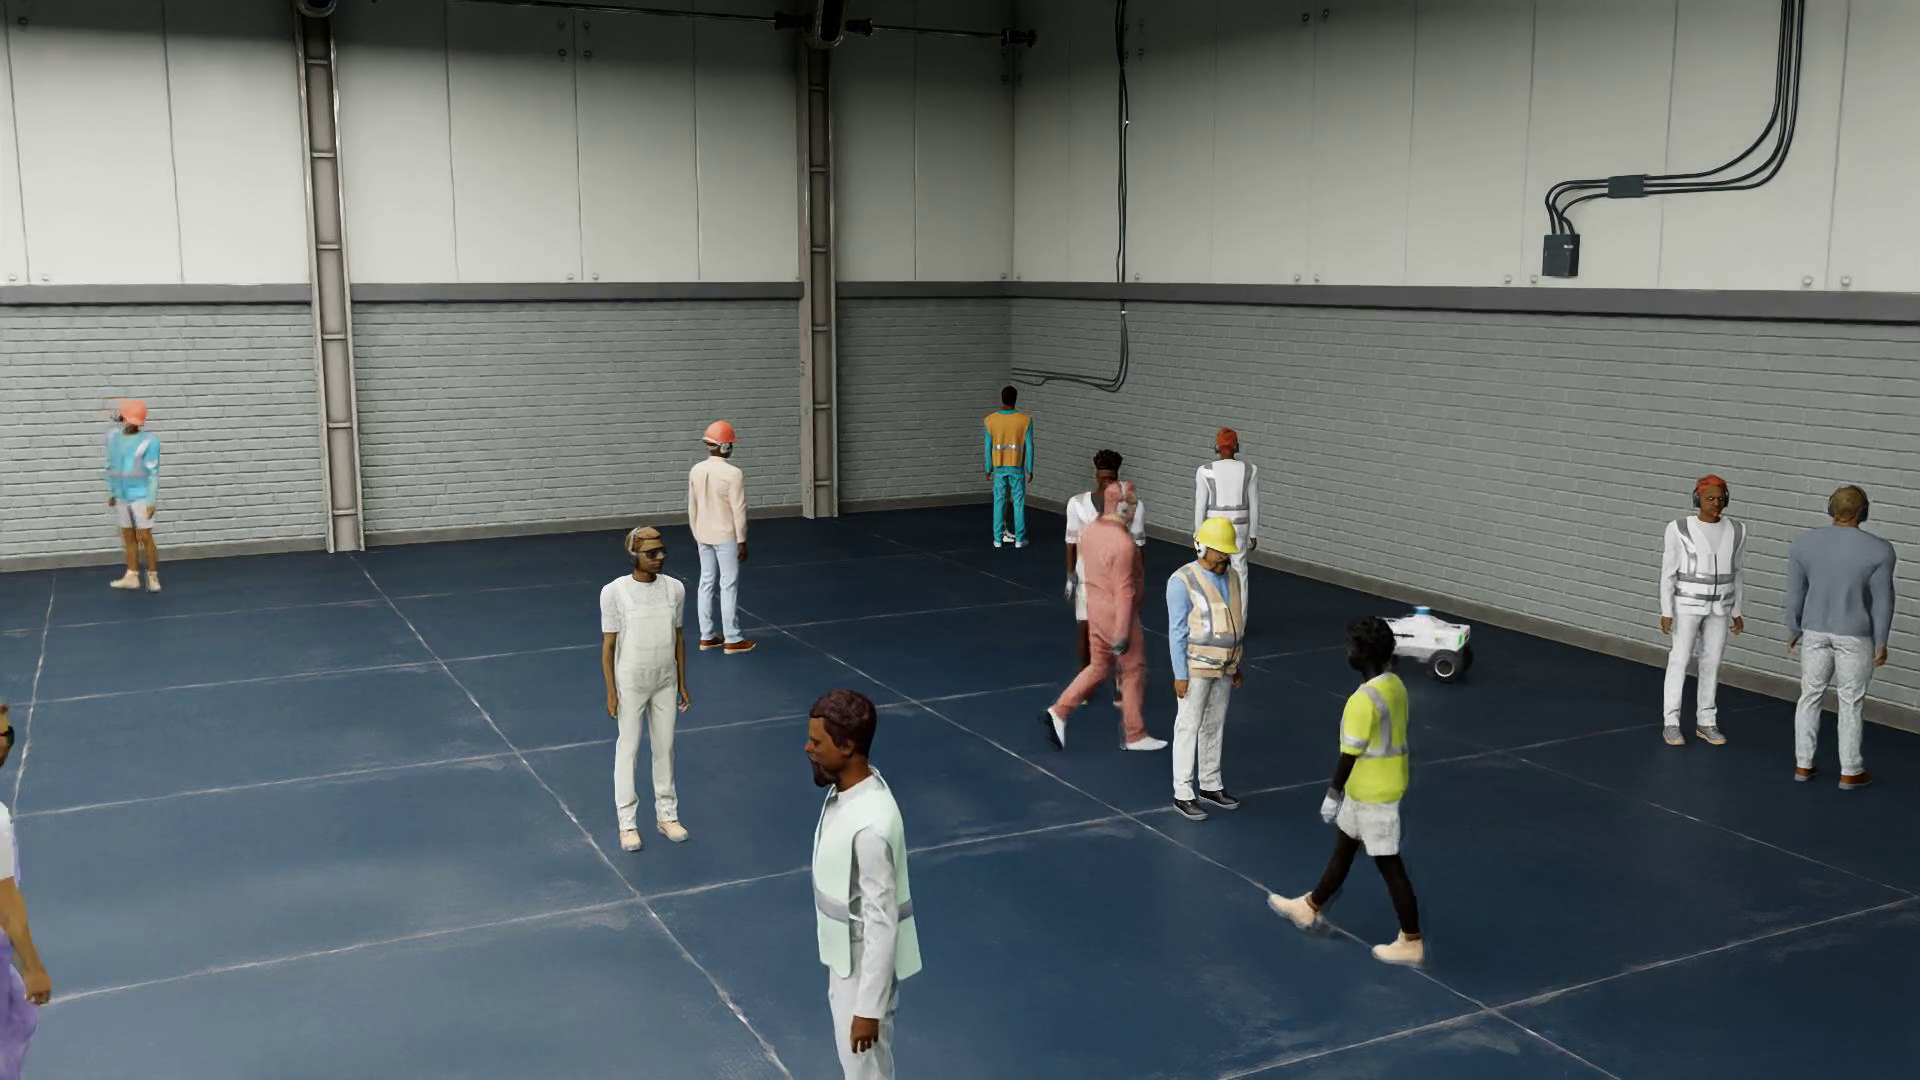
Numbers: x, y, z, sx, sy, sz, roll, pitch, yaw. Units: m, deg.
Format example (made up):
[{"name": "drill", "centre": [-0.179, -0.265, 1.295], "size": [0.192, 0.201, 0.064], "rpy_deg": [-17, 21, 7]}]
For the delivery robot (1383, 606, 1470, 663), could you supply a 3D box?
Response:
[{"name": "delivery robot", "centre": [3.748, 0.783, 13.484], "size": [0.707, 0.478, 0.477], "rpy_deg": [5, 10, 27]}]

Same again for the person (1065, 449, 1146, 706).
[{"name": "person", "centre": [1.091, 0.283, 12.546], "size": [0.605, 1.958, 0.380], "rpy_deg": [1, 9, 7]}]

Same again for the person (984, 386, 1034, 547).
[{"name": "person", "centre": [0.586, -0.865, 19.725], "size": [0.594, 1.921, 0.387], "rpy_deg": [1, 9, 9]}]

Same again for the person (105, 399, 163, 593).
[{"name": "person", "centre": [-8.469, -0.438, 16.918], "size": [0.783, 1.999, 0.399], "rpy_deg": [3, 10, 17]}]

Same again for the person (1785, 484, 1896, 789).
[{"name": "person", "centre": [5.584, 0.609, 10.590], "size": [0.377, 1.940, 0.628], "rpy_deg": [-9, 13, -43]}]

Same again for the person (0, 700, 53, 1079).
[{"name": "person", "centre": [-3.389, 1.437, 5.832], "size": [0.523, 1.824, 0.538], "rpy_deg": [7, 12, 39]}]

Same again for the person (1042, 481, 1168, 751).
[{"name": "person", "centre": [0.990, 0.529, 11.277], "size": [0.798, 1.879, 0.651], "rpy_deg": [-4, 10, -23]}]

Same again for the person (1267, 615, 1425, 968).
[{"name": "person", "centre": [1.869, 1.176, 7.937], "size": [0.846, 1.649, 0.557], "rpy_deg": [5, 11, 29]}]

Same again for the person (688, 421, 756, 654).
[{"name": "person", "centre": [-2.060, -0.024, 14.313], "size": [0.612, 1.996, 0.389], "rpy_deg": [7, 11, 36]}]

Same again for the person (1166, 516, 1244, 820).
[{"name": "person", "centre": [1.503, 0.757, 10.037], "size": [0.589, 1.822, 0.403], "rpy_deg": [-8, 12, -41]}]

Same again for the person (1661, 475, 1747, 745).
[{"name": "person", "centre": [5.137, 0.487, 11.512], "size": [0.584, 1.882, 0.345], "rpy_deg": [-1, 9, -4]}]

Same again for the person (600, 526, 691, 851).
[{"name": "person", "centre": [-1.782, 0.835, 9.487], "size": [0.506, 1.847, 0.345], "rpy_deg": [-6, 11, -33]}]

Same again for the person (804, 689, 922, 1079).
[{"name": "person", "centre": [-0.324, 1.433, 5.576], "size": [0.371, 1.916, 0.597], "rpy_deg": [-2, 9, -11]}]

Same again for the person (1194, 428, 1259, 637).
[{"name": "person", "centre": [2.383, -0.061, 14.880], "size": [0.573, 1.887, 0.355], "rpy_deg": [0, 9, 0]}]

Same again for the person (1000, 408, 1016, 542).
[{"name": "person", "centre": [0.564, -0.800, 20.208], "size": [0.280, 1.633, 0.503], "rpy_deg": [2, 9, 12]}]
